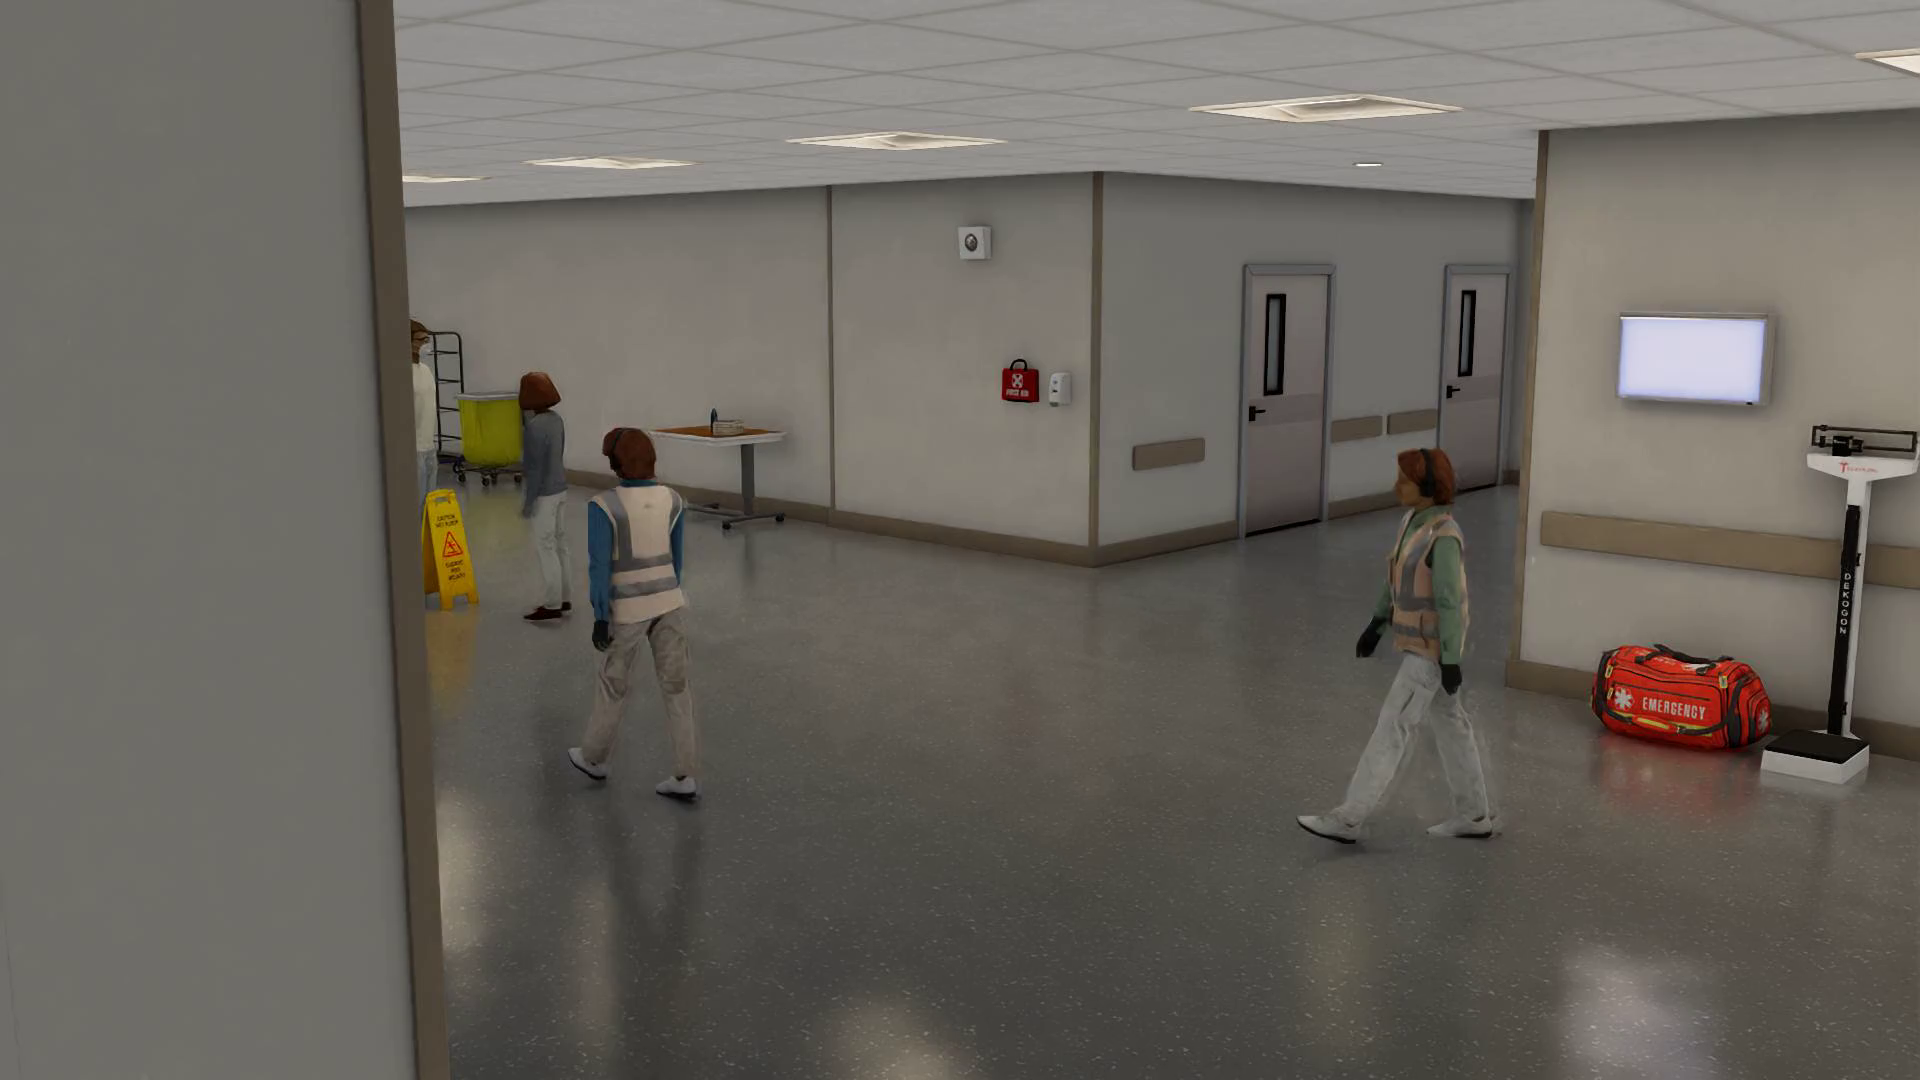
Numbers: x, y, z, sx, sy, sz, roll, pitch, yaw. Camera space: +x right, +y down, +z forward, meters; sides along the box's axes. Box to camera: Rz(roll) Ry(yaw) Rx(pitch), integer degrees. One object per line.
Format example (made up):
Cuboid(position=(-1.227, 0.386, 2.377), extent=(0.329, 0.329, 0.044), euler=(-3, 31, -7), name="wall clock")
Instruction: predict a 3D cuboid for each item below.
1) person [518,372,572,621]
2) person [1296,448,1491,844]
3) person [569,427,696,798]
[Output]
Cuboid(position=(-2.722, -0.285, 10.903), extent=(0.272, 1.632, 0.506), euler=(1, 9, 6), name="person")
Cuboid(position=(1.763, 0.435, 6.599), extent=(0.850, 1.600, 0.530), euler=(1, 9, 5), name="person")
Cuboid(position=(-1.437, 0.311, 7.293), extent=(0.810, 1.602, 0.547), euler=(9, 13, 43), name="person")
